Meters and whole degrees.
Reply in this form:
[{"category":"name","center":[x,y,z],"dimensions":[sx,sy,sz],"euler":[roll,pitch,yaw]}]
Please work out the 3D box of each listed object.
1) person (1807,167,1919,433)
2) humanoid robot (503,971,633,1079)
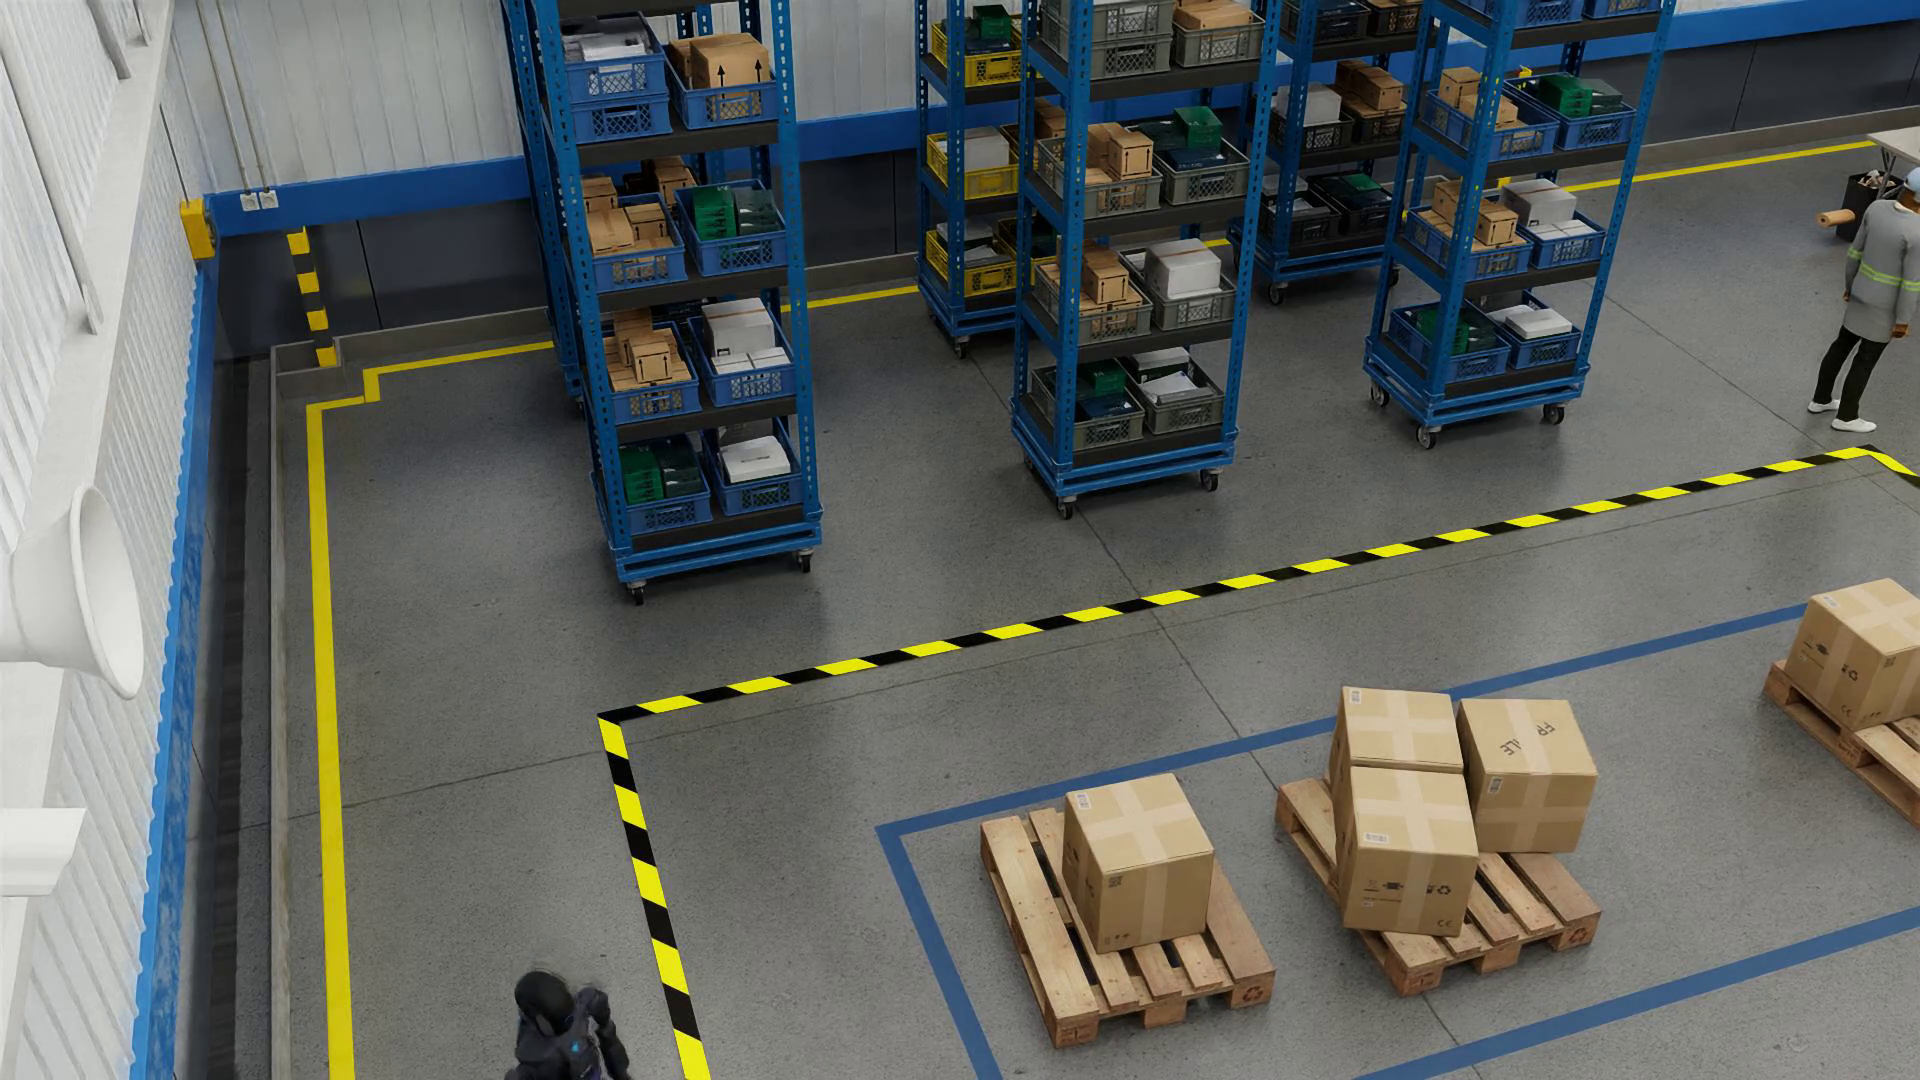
[{"category":"person","center":[6.058,-1.588,10.933],"dimensions":[0.385,1.849,0.596],"euler":[-8,36,-11]},{"category":"humanoid robot","center":[-1.402,2.051,5.931],"dimensions":[0.380,1.637,0.595],"euler":[17,39,23]}]
